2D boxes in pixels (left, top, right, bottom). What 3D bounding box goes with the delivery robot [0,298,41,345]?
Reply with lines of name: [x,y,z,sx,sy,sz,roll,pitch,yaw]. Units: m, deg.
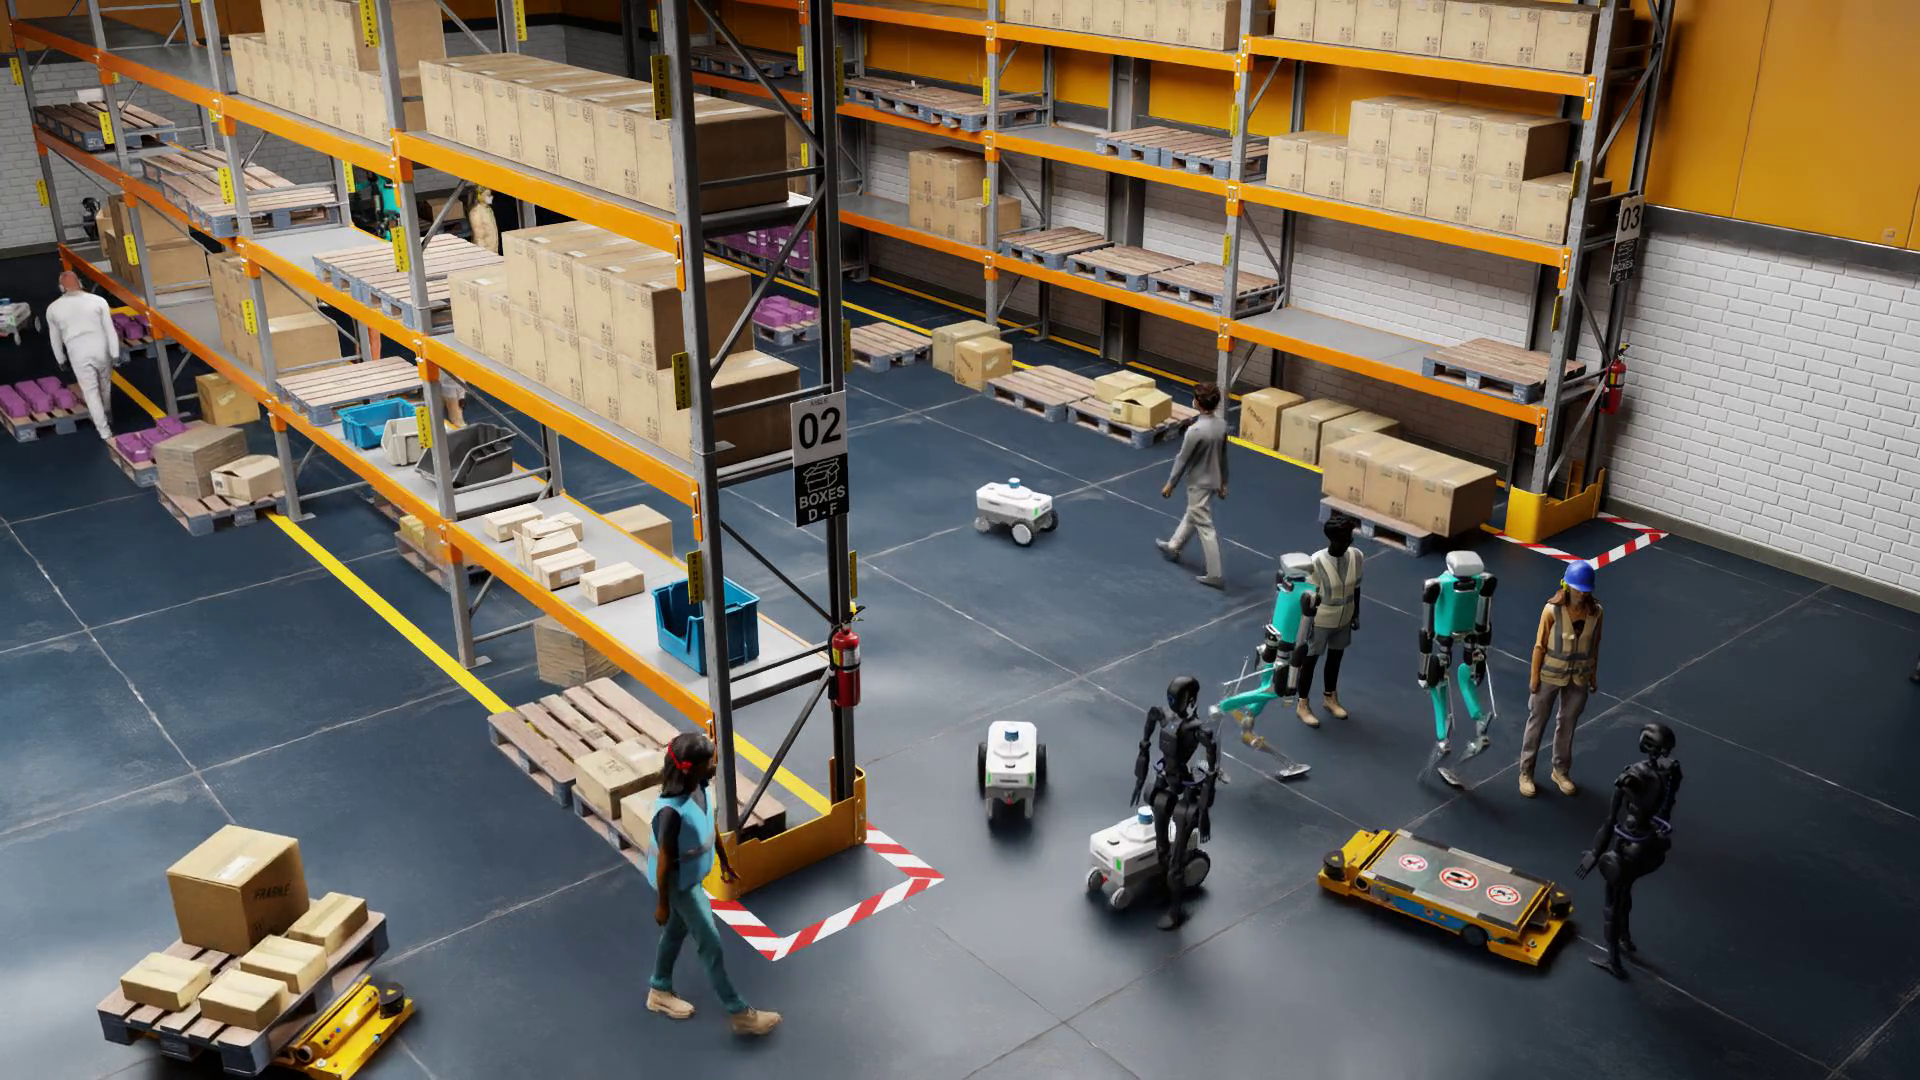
delivery robot: [-12.565,-2.913,21.995,0.499,0.568,0.750,-4,24,-9]

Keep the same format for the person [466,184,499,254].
person: [-6.454,-3.931,22.745,0.467,1.874,0.569,3,23,6]

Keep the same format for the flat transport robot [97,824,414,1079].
flat transport robot: [-3.916,2.671,9.459,1.431,0.231,0.659,7,24,17]

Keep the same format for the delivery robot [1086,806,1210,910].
delivery robot: [1.203,1.994,10.690,0.812,0.614,0.499,-15,27,-30]

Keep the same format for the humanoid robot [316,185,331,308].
humanoid robot: [-8.999,-3.982,23.104,0.779,1.849,0.540,-11,26,-24]

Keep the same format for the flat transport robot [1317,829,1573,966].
flat transport robot: [3.065,2.210,10.525,1.431,0.231,0.659,16,28,33]

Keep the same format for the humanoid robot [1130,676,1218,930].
humanoid robot: [1.280,1.580,10.204,0.609,1.646,0.465,20,30,38]

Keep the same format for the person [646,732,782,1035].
person: [-1.397,1.914,9.240,0.940,1.828,0.543,5,24,11]

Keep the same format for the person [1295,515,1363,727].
person: [2.771,0.590,12.479,0.533,1.693,0.320,-10,25,-22]

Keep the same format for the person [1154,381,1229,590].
person: [2.084,-0.529,14.879,0.535,1.852,0.967,-21,31,-40]

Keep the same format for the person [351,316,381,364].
person: [-7.175,-2.723,20.073,0.504,1.756,0.325,15,28,31]

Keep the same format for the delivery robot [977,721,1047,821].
delivery robot: [0.360,1.570,11.647,0.499,0.594,0.782,1,23,3]

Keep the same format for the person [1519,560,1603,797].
person: [4.183,0.957,11.522,0.479,1.777,0.305,-2,23,-4]

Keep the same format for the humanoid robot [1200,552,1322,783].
humanoid robot: [1.991,0.958,11.630,1.033,1.750,0.549,-6,24,-13]

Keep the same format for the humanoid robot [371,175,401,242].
humanoid robot: [-8.156,-4.354,23.904,0.545,1.809,0.681,-2,23,-4]

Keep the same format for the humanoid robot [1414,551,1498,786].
humanoid robot: [3.486,1.004,11.515,0.542,1.835,0.657,-5,24,-11]

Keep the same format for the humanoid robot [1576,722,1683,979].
humanoid robot: [3.908,1.795,9.708,0.588,1.657,0.350,-12,26,-25]

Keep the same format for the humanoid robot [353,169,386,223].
humanoid robot: [-10.037,-6.197,28.207,1.024,1.783,0.531,8,25,19]

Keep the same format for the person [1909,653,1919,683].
person: [7.807,0.260,12.960,0.546,1.924,0.382,14,27,29]

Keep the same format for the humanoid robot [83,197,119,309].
humanoid robot: [-11.748,-3.895,22.877,0.411,1.645,0.609,-18,29,-35]

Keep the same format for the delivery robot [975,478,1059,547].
delivery robot: [0.541,-0.283,15.959,0.800,0.611,0.499,14,27,30]

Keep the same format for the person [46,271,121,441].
person: [-9.681,-2.056,18.447,0.647,1.816,1.074,-14,27,-29]

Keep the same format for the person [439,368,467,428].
person: [-5.408,-1.576,17.452,0.654,1.725,0.392,21,31,39]
